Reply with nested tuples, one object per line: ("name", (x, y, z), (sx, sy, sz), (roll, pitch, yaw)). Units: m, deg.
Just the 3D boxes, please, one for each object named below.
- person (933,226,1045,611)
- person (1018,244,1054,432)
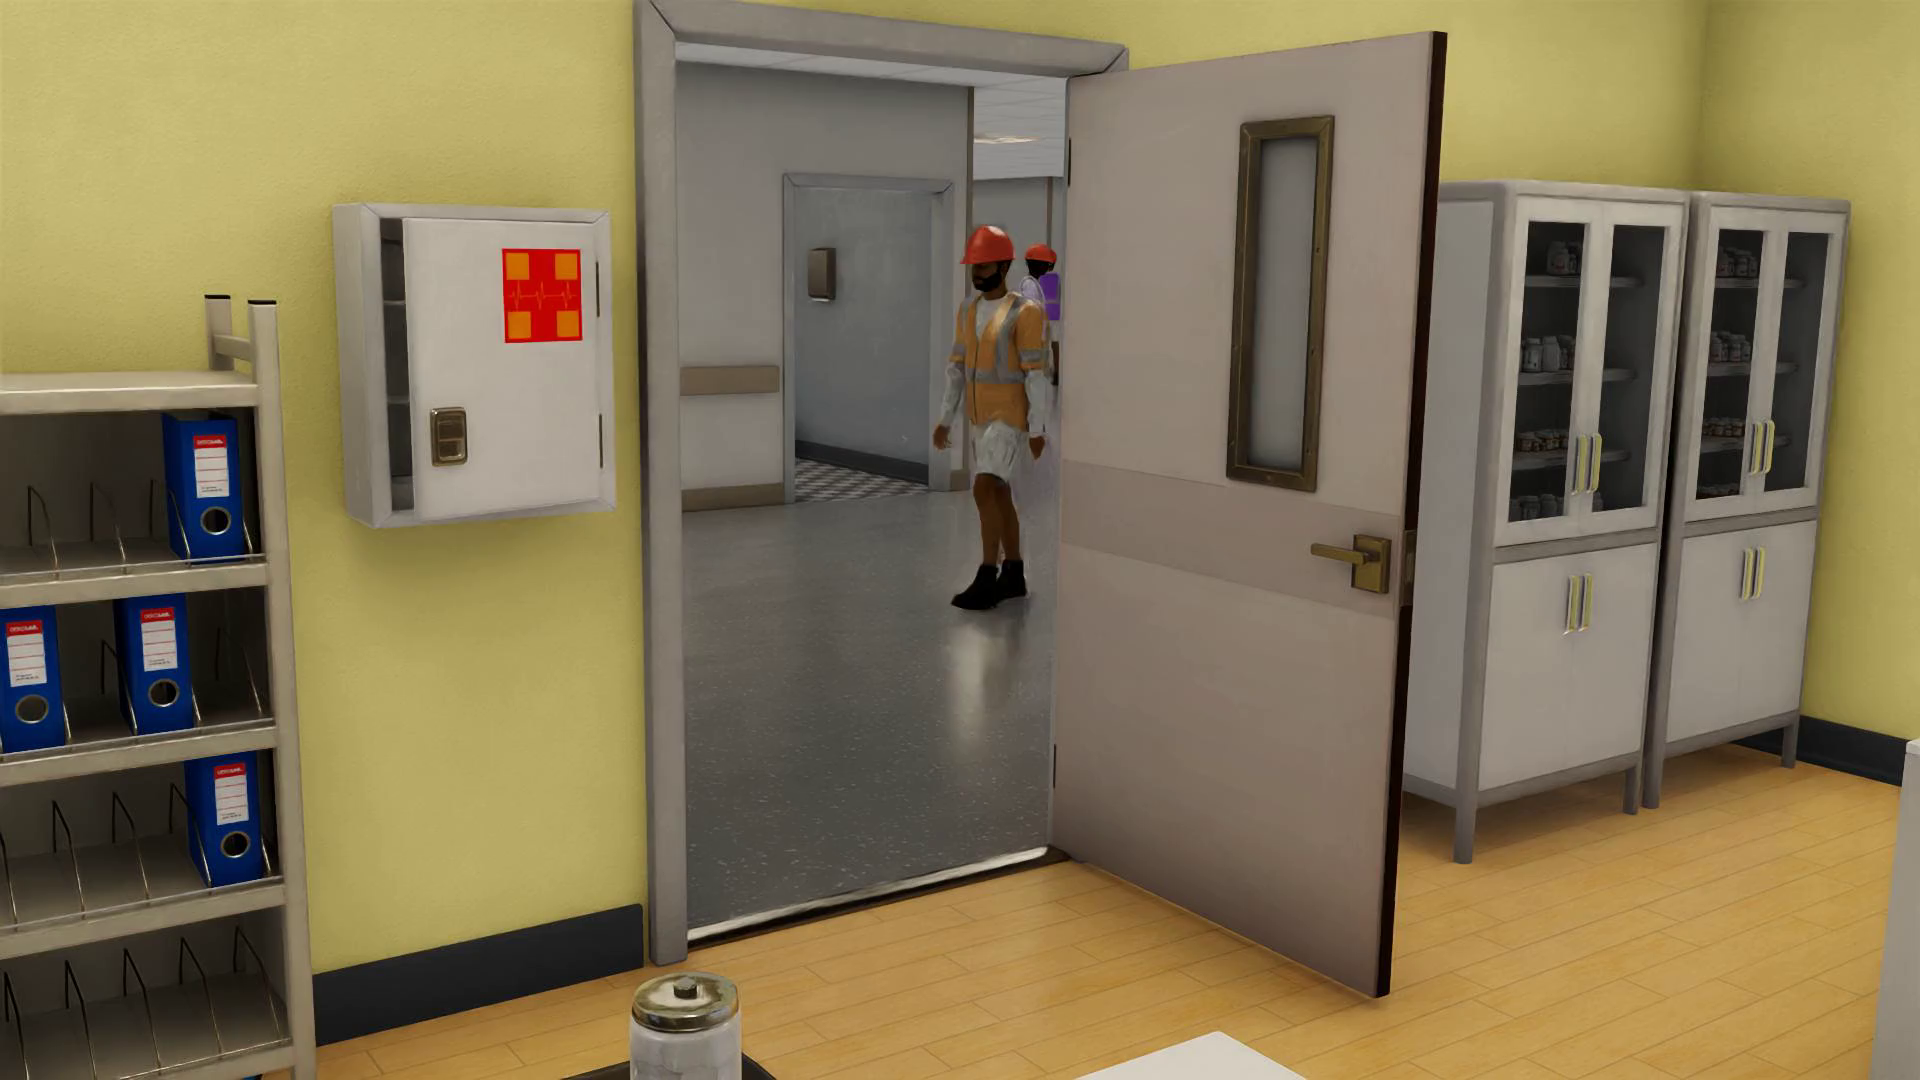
("person", (0.105, -0.610, 8.386), (0.747, 1.908, 0.560), (-6, 12, -36))
("person", (0.763, -2.076, 17.151), (0.377, 1.932, 0.551), (1, 10, 0))
